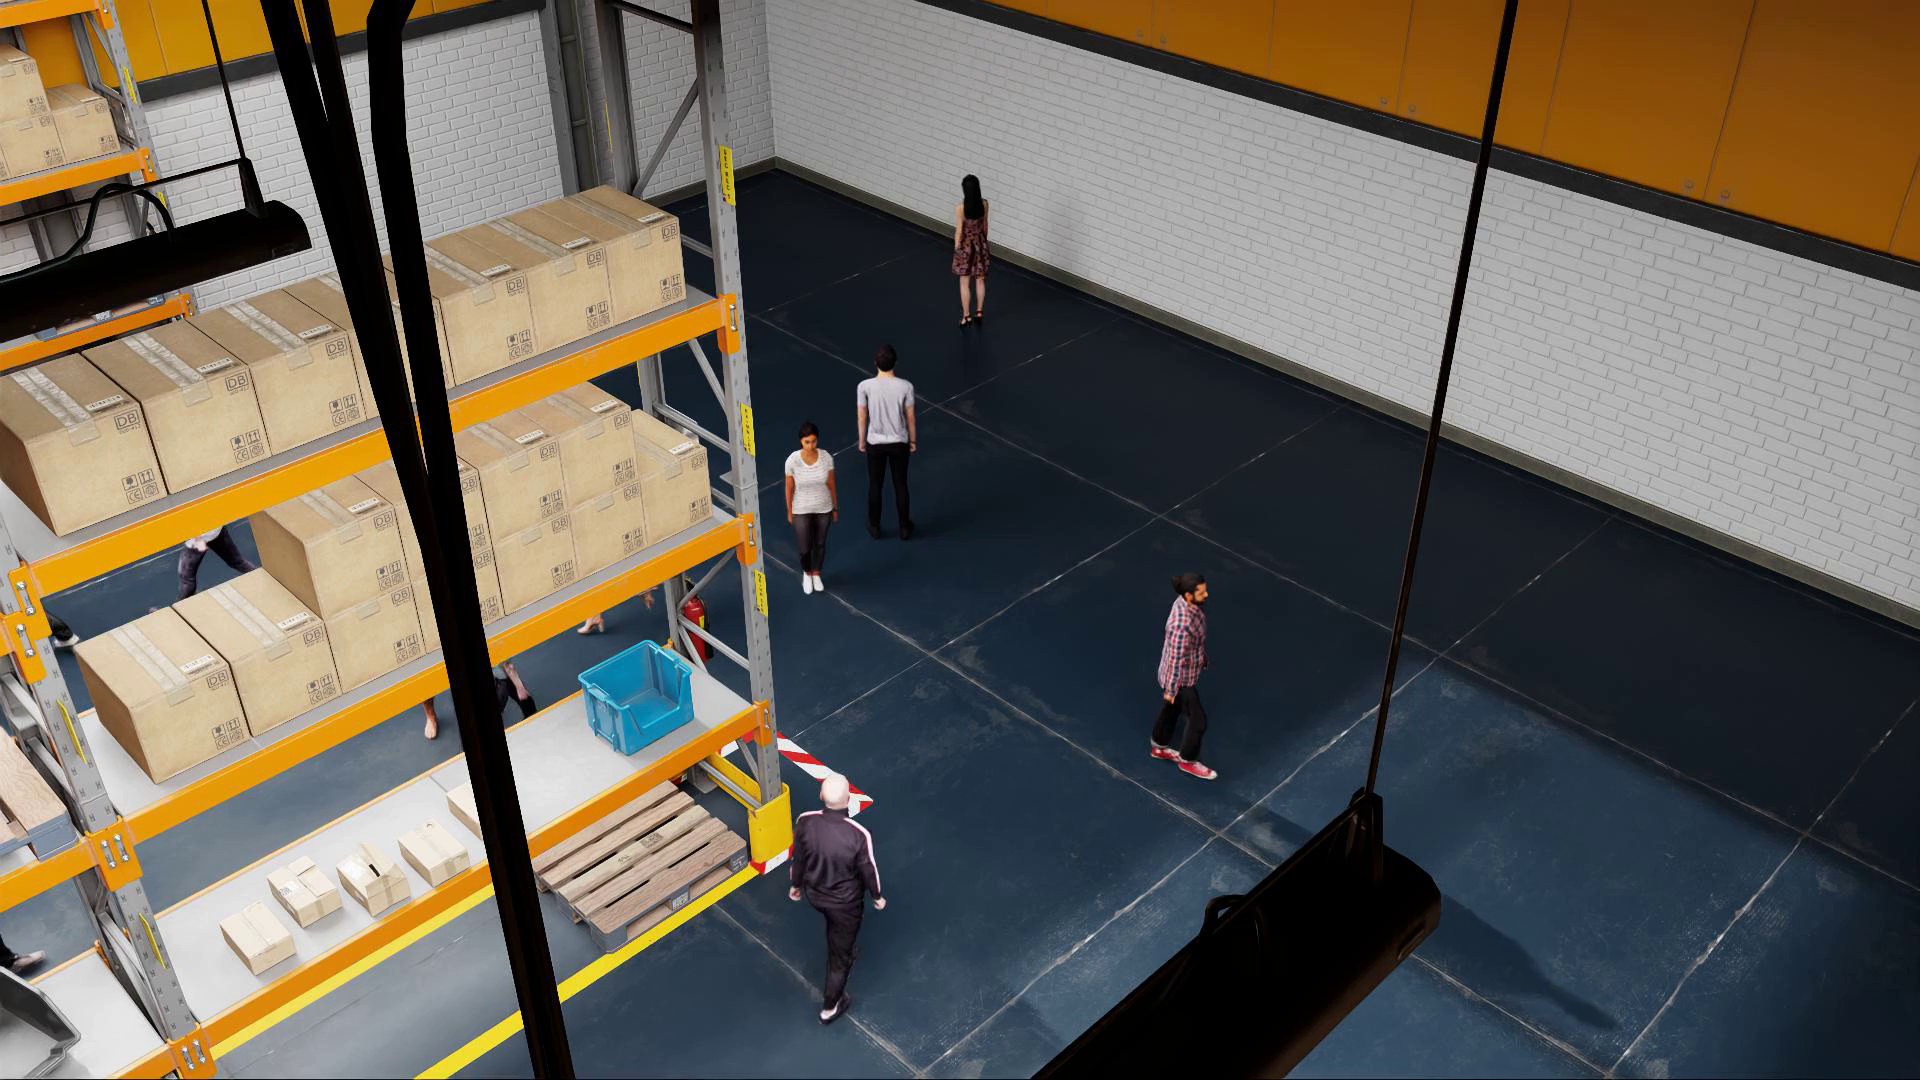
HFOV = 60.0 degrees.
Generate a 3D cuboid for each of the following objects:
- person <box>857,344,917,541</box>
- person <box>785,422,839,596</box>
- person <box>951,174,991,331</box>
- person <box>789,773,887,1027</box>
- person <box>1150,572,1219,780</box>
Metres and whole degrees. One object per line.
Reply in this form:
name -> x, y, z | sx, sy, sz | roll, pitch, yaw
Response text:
person -> -0.651, -0.855, 14.816 | 0.752, 1.857, 0.812 | 0, 34, 0
person -> -1.286, -0.309, 14.194 | 0.653, 1.637, 0.743 | -10, 35, -15
person -> 0.127, -3.206, 18.428 | 0.682, 1.773, 0.793 | -16, 37, -23
person -> -0.809, 2.265, 10.171 | 0.914, 1.803, 1.012 | 14, 36, 20
person -> 1.556, 0.956, 12.193 | 0.943, 1.744, 0.881 | 5, 34, 7
